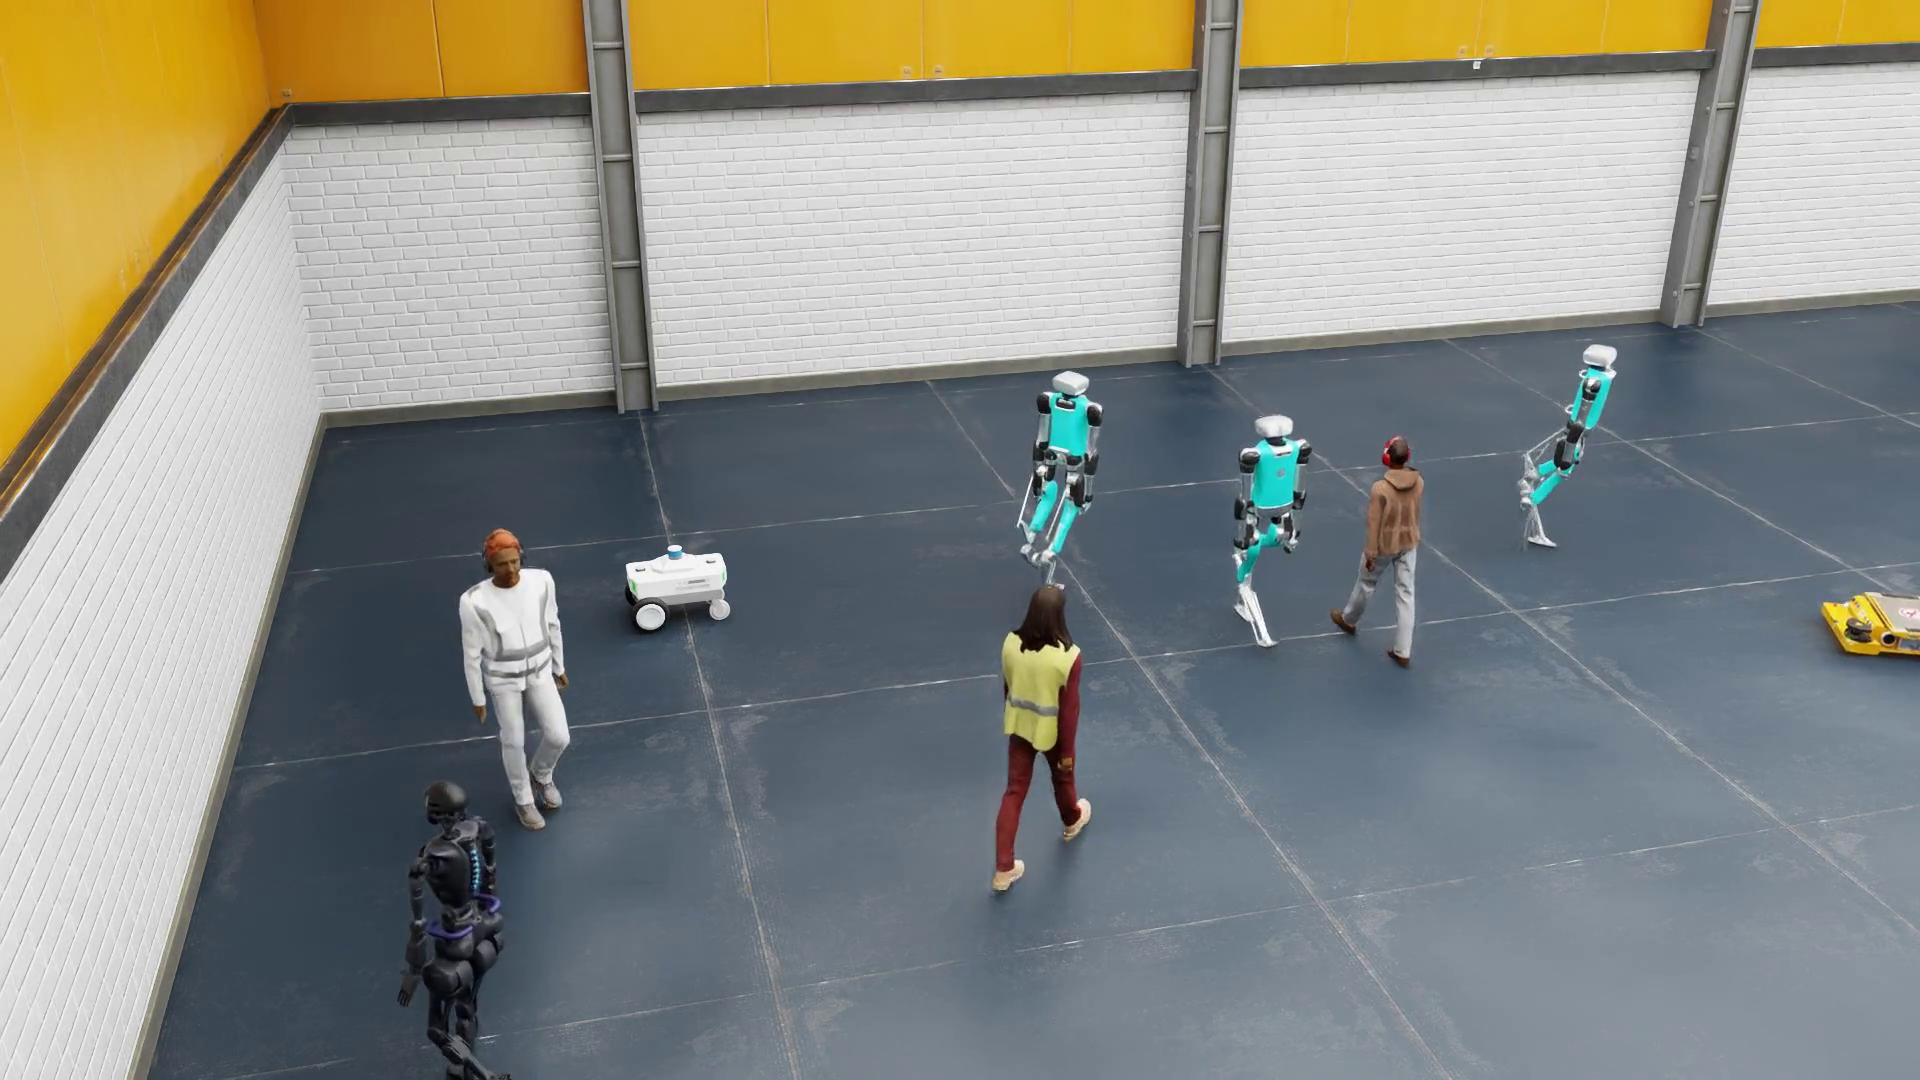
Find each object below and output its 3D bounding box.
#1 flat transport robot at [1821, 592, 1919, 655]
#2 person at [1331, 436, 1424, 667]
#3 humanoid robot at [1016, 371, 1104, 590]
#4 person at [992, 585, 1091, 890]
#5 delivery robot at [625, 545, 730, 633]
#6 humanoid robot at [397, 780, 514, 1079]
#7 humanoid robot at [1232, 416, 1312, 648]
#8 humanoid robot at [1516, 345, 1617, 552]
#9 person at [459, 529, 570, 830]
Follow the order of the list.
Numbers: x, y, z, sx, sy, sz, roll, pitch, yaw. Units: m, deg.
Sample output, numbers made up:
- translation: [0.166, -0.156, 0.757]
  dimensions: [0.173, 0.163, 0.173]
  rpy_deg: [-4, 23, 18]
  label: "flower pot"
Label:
- translation: [7.029, 0.645, 11.896]
  dimensions: [1.431, 0.231, 0.659]
  rpy_deg: [5, 24, 10]
  label: "flat transport robot"
- translation: [2.978, 0.030, 11.622]
  dimensions: [0.455, 1.612, 0.813]
  rpy_deg: [-6, 24, -12]
  label: "person"
- translation: [0.647, -0.259, 12.254]
  dimensions: [0.546, 1.880, 0.798]
  rpy_deg: [15, 28, 30]
  label: "humanoid robot"
- translation: [0.453, 1.041, 9.207]
  dimensions: [0.486, 1.713, 0.967]
  rpy_deg: [12, 27, 26]
  label: "person"
- translation: [-2.105, 0.340, 12.251]
  dimensions: [0.804, 0.610, 0.499]
  rpy_deg: [-7, 25, -15]
  label: "delivery robot"
- translation: [-2.241, 1.825, 7.489]
  dimensions: [0.463, 1.638, 0.589]
  rpy_deg: [10, 26, 21]
  label: "humanoid robot"
- translation: [2.092, -0.097, 11.752]
  dimensions: [0.552, 1.739, 1.004]
  rpy_deg: [-8, 25, -18]
  label: "humanoid robot"
- translation: [4.687, -0.663, 13.186]
  dimensions: [0.758, 1.884, 0.546]
  rpy_deg: [14, 27, 28]
  label: "humanoid robot"
- translation: [-2.510, 0.818, 9.511]
  dimensions: [0.604, 1.868, 0.435]
  rpy_deg: [-17, 29, -33]
  label: "person"
